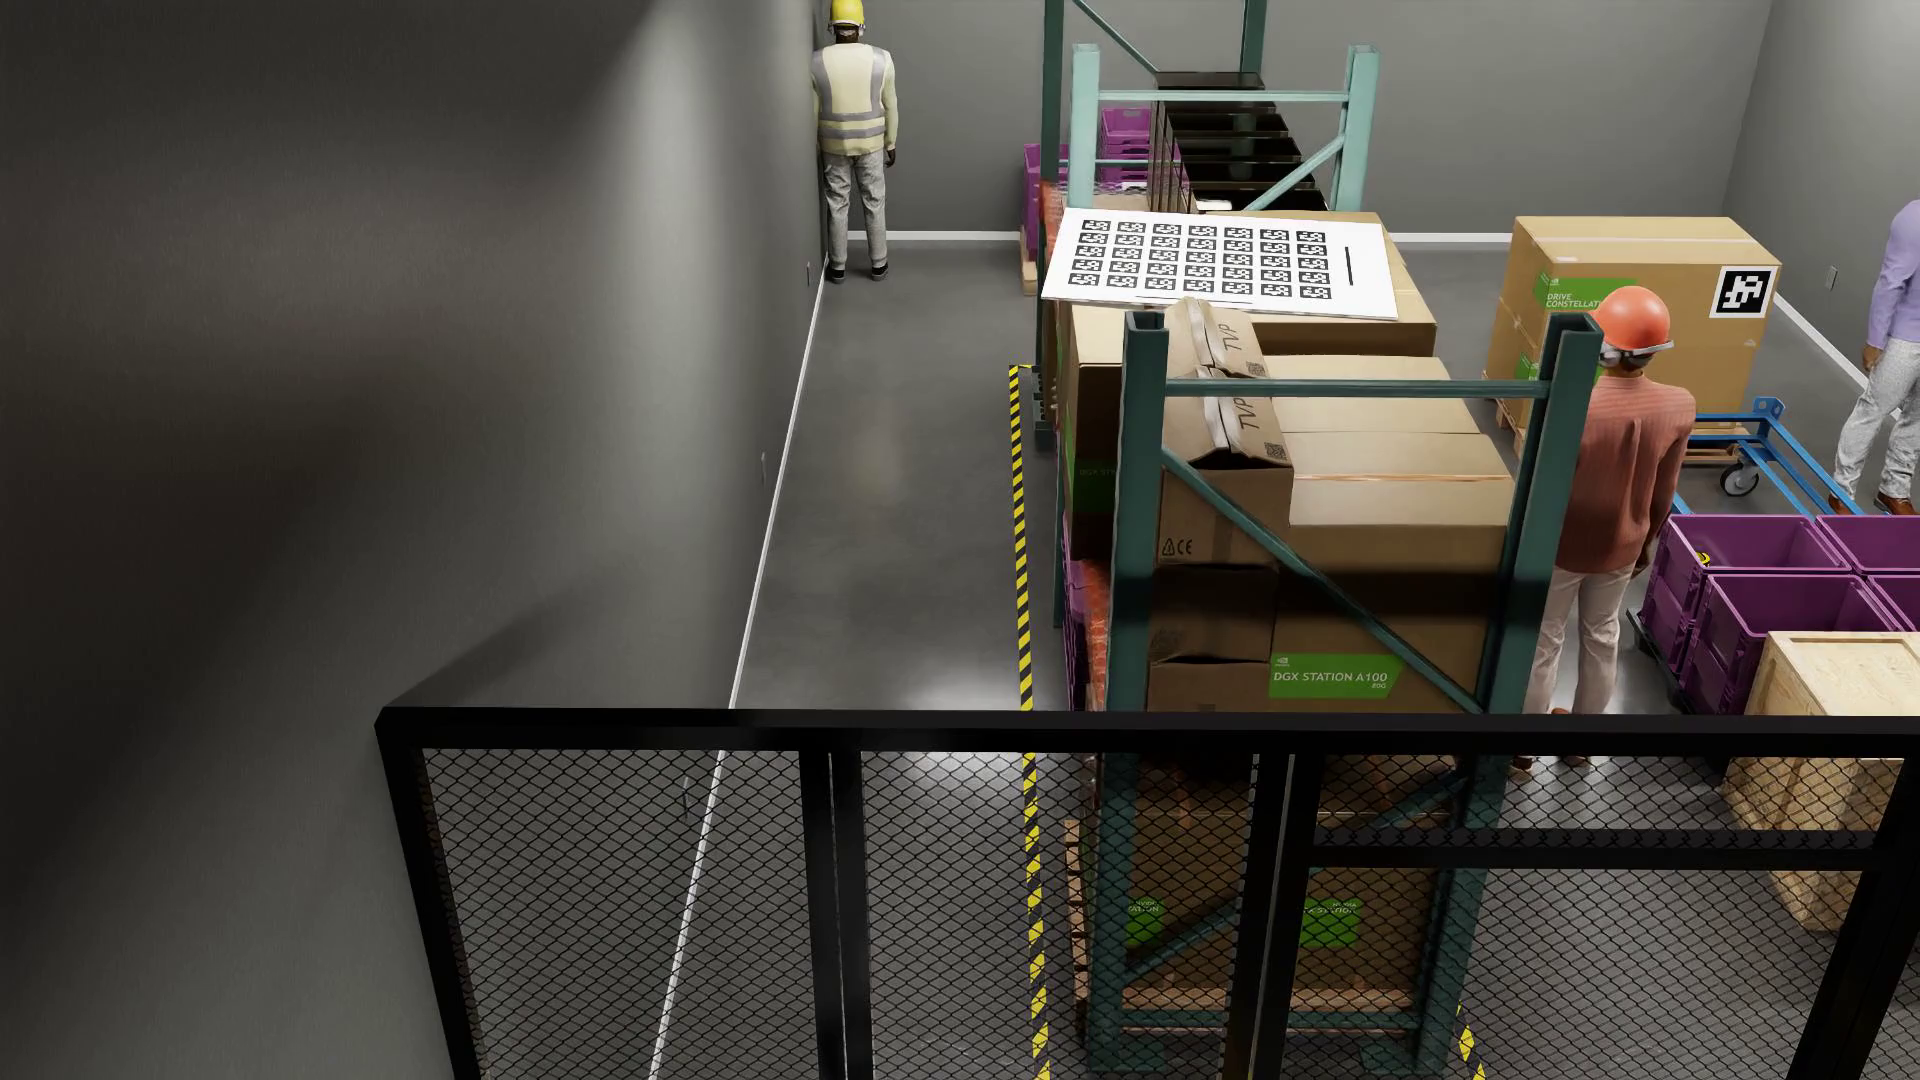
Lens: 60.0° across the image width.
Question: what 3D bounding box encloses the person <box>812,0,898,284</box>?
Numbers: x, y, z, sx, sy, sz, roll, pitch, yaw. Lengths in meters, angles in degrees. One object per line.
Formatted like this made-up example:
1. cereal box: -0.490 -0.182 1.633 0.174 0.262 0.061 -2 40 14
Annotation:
1. person: -0.685 -2.520 10.502 0.590 1.833 0.404 -4 31 -7

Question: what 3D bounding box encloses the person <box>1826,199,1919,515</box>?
1. person: 4.538 -0.944 7.782 0.627 1.940 0.370 -1 31 -1

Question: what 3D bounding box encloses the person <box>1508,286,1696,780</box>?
1. person: 2.309 0.006 6.148 0.622 1.996 0.369 -8 32 -12
